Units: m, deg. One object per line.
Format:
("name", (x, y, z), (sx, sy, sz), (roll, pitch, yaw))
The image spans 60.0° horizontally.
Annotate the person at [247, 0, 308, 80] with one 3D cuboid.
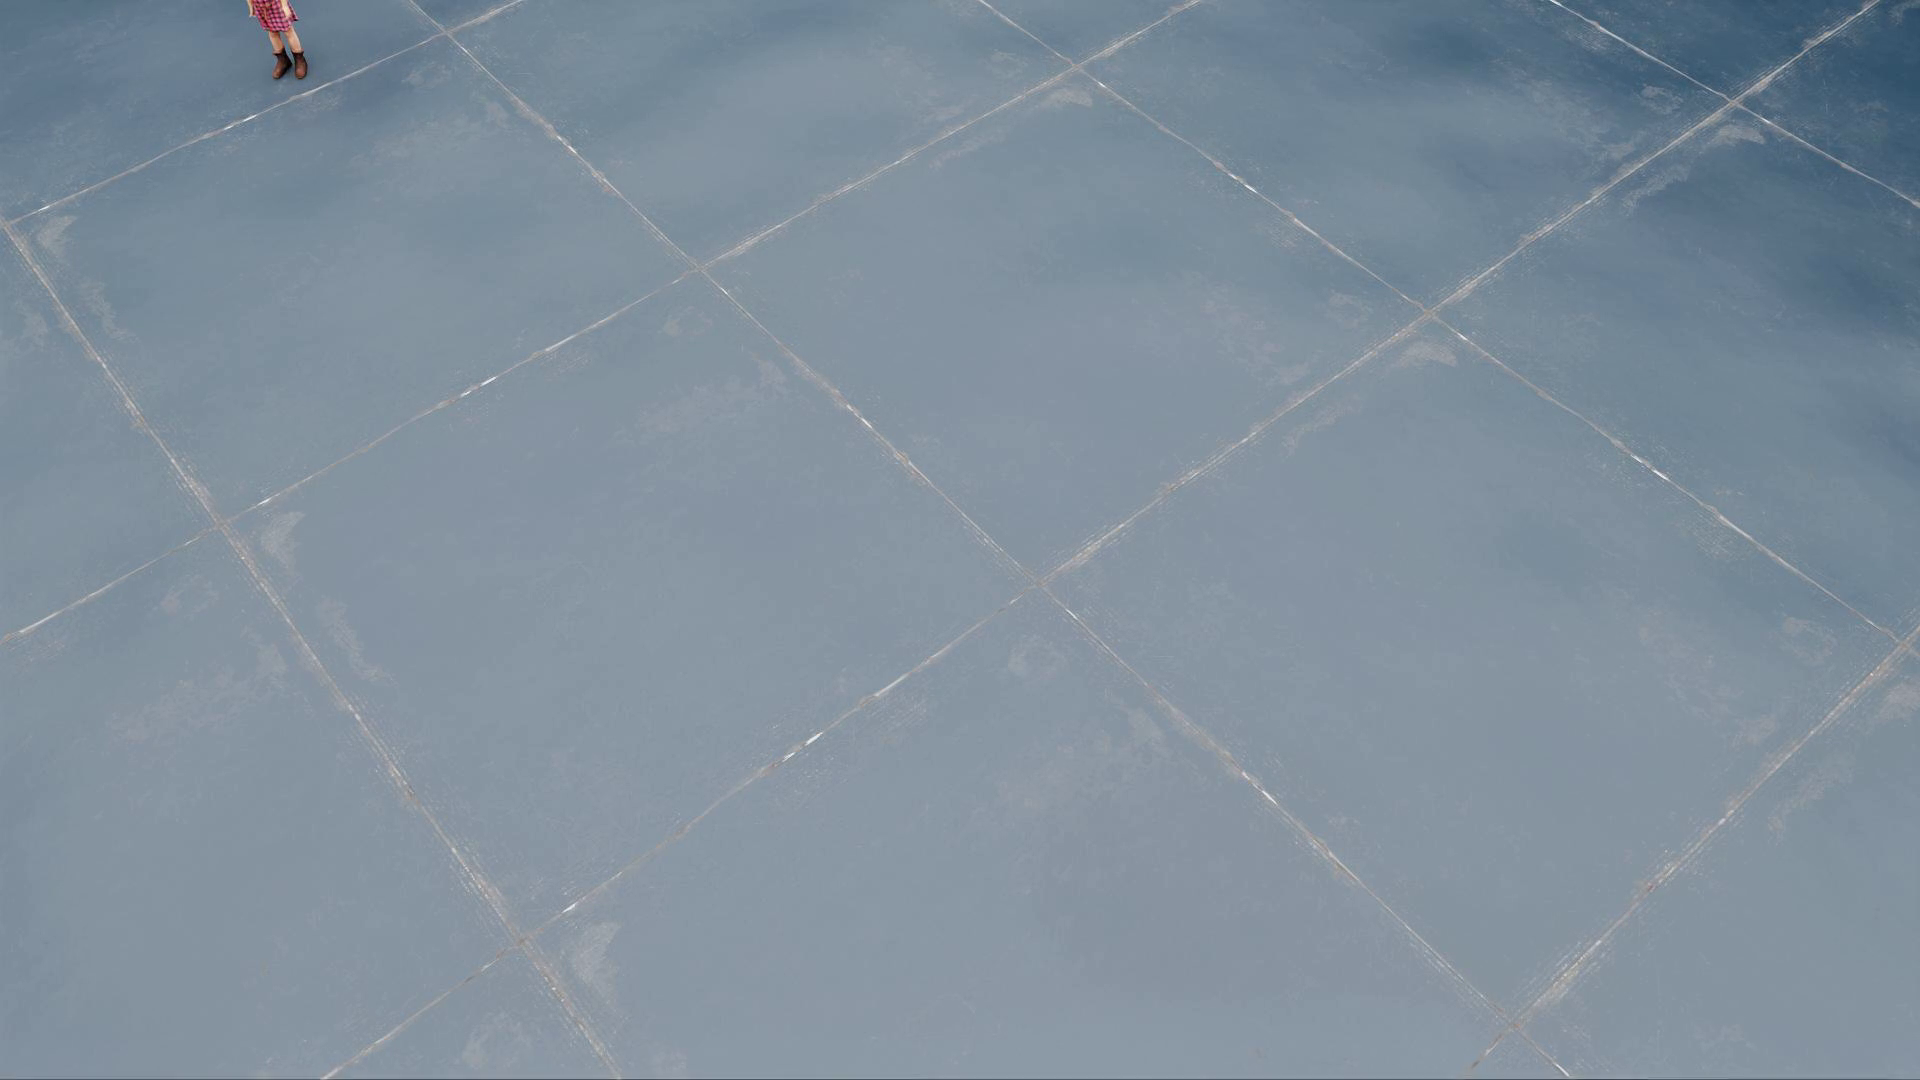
("person", (-4.381, -3.418, 10.542), (0.500, 1.024, 0.562), (3, 52, 2))
